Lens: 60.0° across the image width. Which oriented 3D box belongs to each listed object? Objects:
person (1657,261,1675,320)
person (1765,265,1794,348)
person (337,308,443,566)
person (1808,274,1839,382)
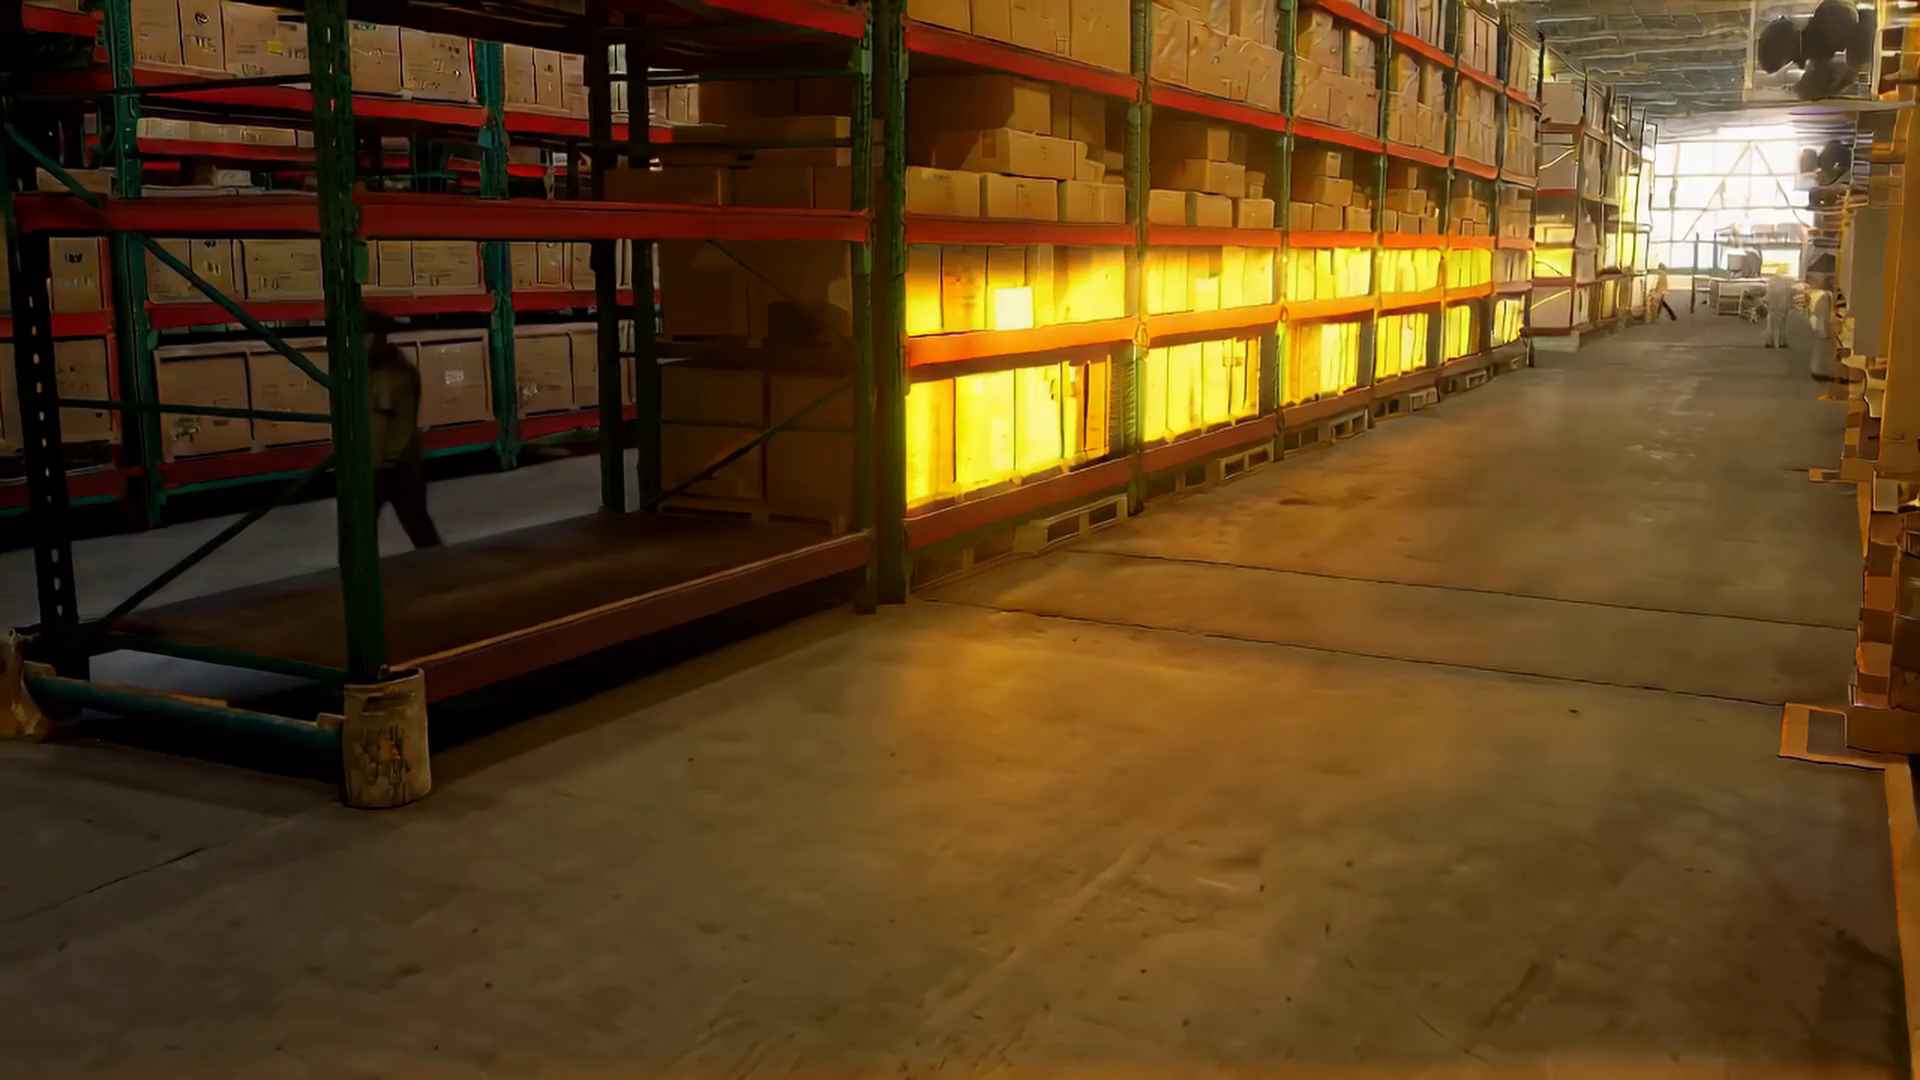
[{"bbox_3d":[22.702,-8.024,53.613,0.548,1.915,0.831,-9,13,-43],"label":"person"},{"bbox_3d":[18.912,-5.392,38.378,0.411,1.909,0.643,-8,13,-39],"label":"person"},{"bbox_3d":[-3.433,-0.443,9.876,0.653,1.859,0.989,6,12,32],"label":"person"},{"bbox_3d":[14.677,-3.596,28.220,0.526,1.828,0.573,5,11,25],"label":"person"}]
